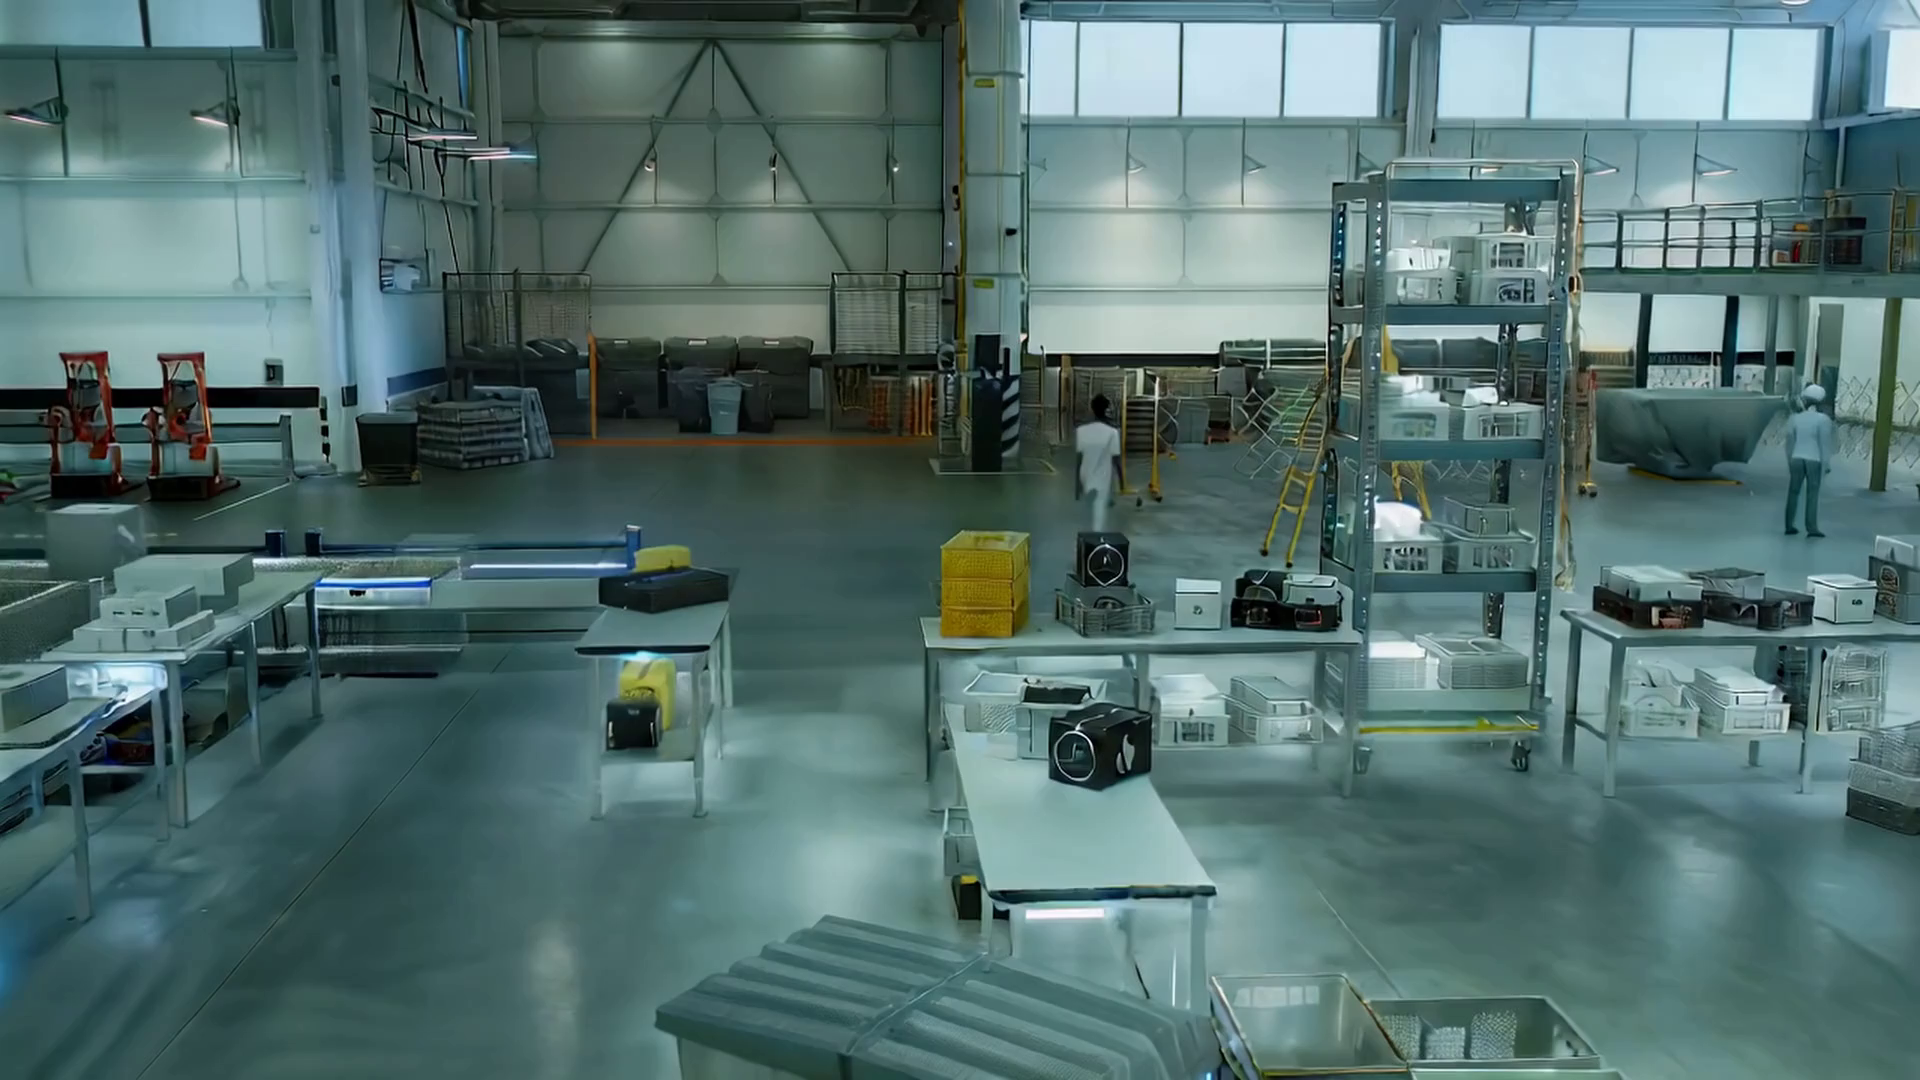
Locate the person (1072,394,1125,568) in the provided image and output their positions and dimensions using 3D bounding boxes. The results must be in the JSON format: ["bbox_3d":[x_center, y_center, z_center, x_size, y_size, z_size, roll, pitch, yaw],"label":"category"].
[{"bbox_3d":[1.388,-0.562,16.917,0.536,1.836,0.934,6,11,34],"label":"person"}]

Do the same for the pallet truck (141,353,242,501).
[{"bbox_3d":[-10.520,-1.604,22.925,0.823,1.965,1.885,-1,9,-6],"label":"pallet truck"}]

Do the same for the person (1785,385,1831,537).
[{"bbox_3d":[9.858,-0.916,19.327,0.311,1.769,0.522,-5,10,-30],"label":"person"}]

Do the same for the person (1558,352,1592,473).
[{"bbox_3d":[9.407,-1.963,25.559,0.581,1.880,0.479,1,9,8],"label":"person"}]

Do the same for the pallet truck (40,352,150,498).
[{"bbox_3d":[-11.907,-1.642,23.165,0.823,1.965,1.885,0,9,0],"label":"pallet truck"}]

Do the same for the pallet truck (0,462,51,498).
[{"bbox_3d":[-13.193,-1.293,23.148,0.653,1.274,1.630,-1,9,-4],"label":"pallet truck"}]
